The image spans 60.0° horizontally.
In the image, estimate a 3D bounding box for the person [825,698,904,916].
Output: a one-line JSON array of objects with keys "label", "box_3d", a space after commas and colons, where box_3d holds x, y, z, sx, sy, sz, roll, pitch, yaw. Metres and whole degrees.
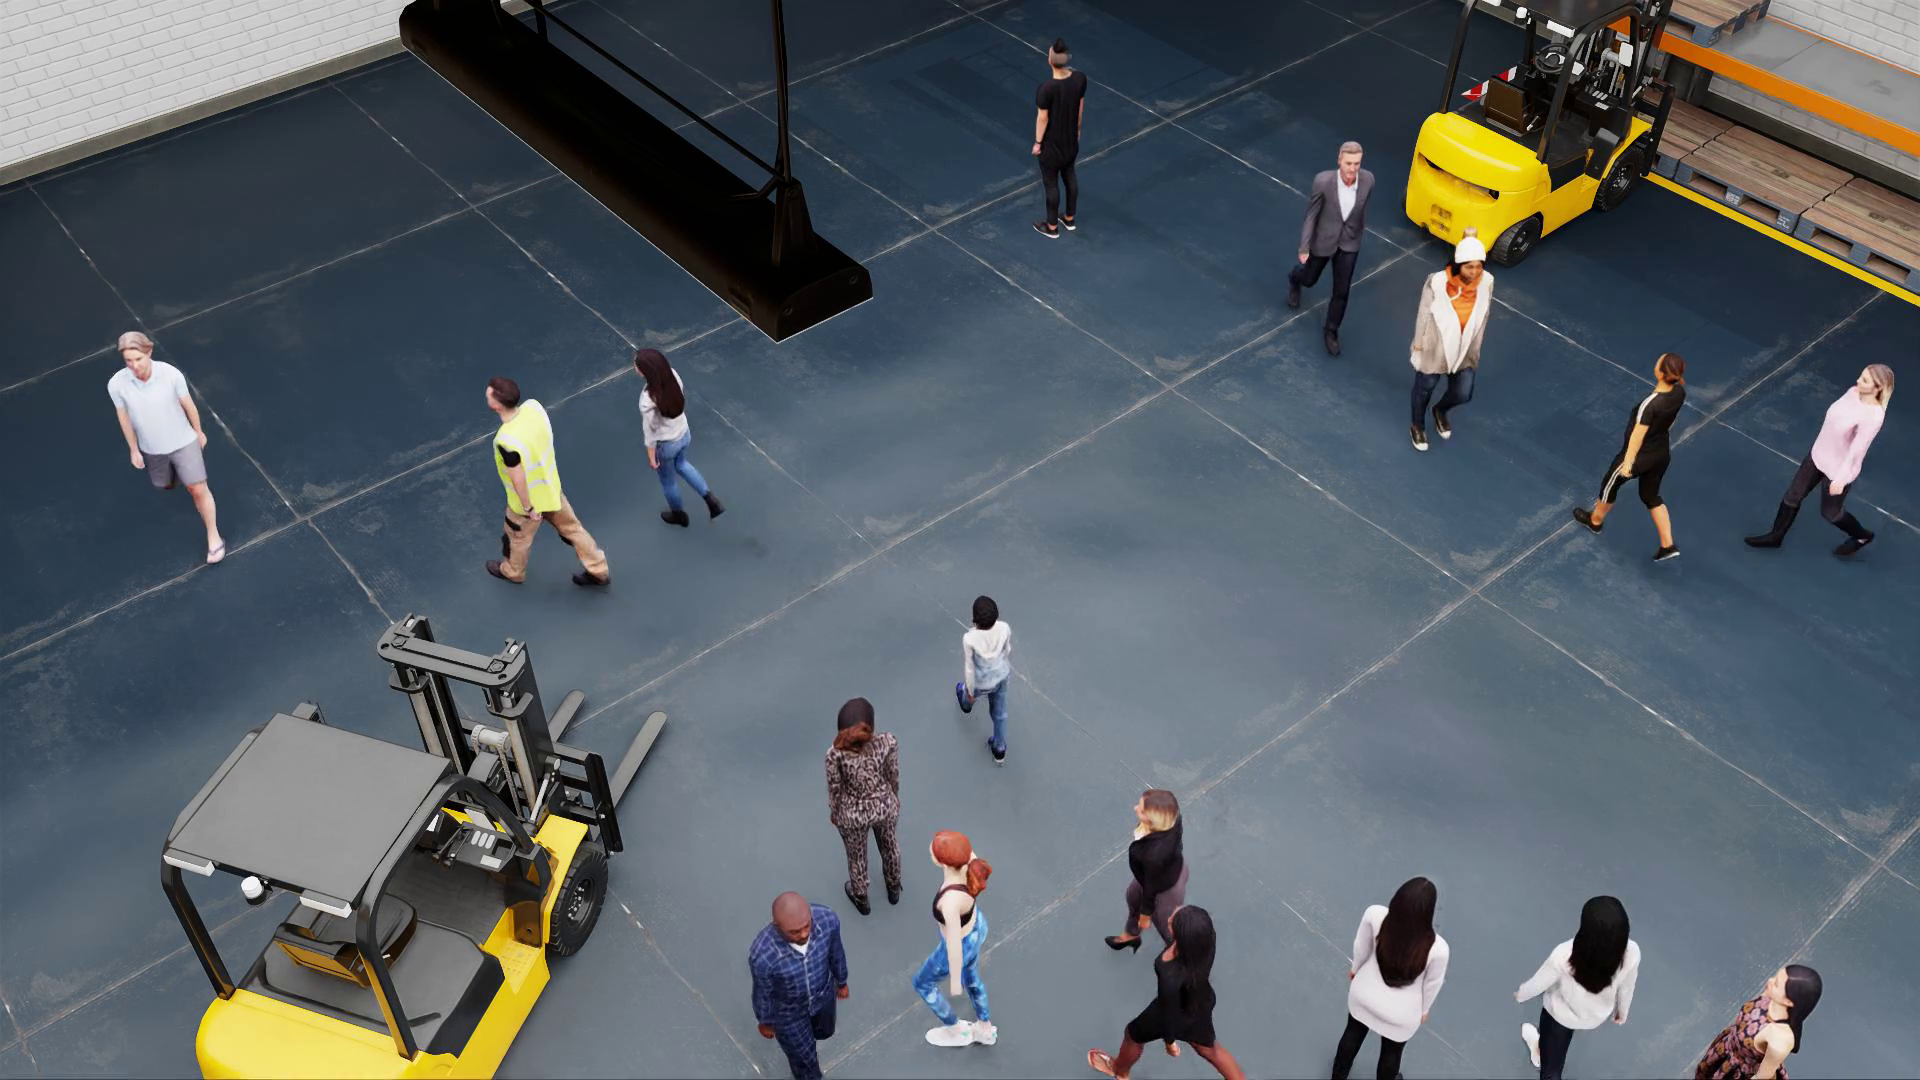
[{"label": "person", "box_3d": [-0.521, 1.487, 9.251, 0.638, 1.715, 0.637, -13, 45, -13]}]

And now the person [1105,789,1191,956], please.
[{"label": "person", "box_3d": [1.151, 1.880, 8.896, 0.934, 1.635, 0.843, 10, 44, 10]}]

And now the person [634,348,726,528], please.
[{"label": "person", "box_3d": [-1.949, -0.668, 11.585, 0.884, 1.614, 0.790, 18, 47, 18]}]

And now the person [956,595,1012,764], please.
[{"label": "person", "box_3d": [0.189, 0.874, 10.247, 0.689, 1.229, 0.924, -12, 45, -12]}]

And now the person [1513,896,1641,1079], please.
[{"label": "person", "box_3d": [3.099, 2.421, 8.297, 0.889, 1.679, 0.999, -7, 44, -8]}]

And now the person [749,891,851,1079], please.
[{"label": "person", "box_3d": [-0.856, 2.247, 8.394, 0.674, 1.796, 0.955, -24, 48, -23]}]

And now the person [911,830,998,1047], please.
[{"label": "person", "box_3d": [0.079, 2.118, 8.550, 0.818, 1.768, 0.767, 15, 46, 15]}]

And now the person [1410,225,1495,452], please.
[{"label": "person", "box_3d": [3.587, -1.524, 12.289, 0.839, 1.884, 0.878, -3, 44, -3]}]

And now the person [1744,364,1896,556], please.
[{"label": "person", "box_3d": [6.075, -0.506, 11.380, 1.089, 1.662, 1.055, 1, 44, 2]}]

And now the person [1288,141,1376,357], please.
[{"label": "person", "box_3d": [2.958, -2.423, 13.292, 1.114, 1.802, 1.261, -4, 44, -4]}]

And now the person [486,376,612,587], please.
[{"label": "person", "box_3d": [-2.771, -0.324, 11.082, 1.242, 1.810, 1.026, 15, 46, 15]}]

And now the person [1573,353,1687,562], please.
[{"label": "person", "box_3d": [4.770, -0.535, 11.427, 0.711, 1.640, 1.100, -21, 48, -21]}]

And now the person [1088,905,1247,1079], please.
[{"label": "person", "box_3d": [1.191, 2.404, 8.319, 1.290, 1.672, 0.884, 24, 49, 23]}]

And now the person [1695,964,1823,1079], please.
[{"label": "person", "box_3d": [3.785, 2.578, 8.062, 0.835, 1.775, 0.795, 13, 45, 13]}]

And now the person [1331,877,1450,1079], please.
[{"label": "person", "box_3d": [2.137, 2.280, 8.351, 0.548, 1.807, 0.716, 26, 50, 25]}]

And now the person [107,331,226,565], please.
[{"label": "person", "box_3d": [-5.466, -0.730, 11.510, 0.950, 1.808, 1.159, -10, 45, -10]}]

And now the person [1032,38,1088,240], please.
[{"label": "person", "box_3d": [0.861, -3.479, 14.353, 0.677, 1.867, 0.576, -28, 50, -26]}]
